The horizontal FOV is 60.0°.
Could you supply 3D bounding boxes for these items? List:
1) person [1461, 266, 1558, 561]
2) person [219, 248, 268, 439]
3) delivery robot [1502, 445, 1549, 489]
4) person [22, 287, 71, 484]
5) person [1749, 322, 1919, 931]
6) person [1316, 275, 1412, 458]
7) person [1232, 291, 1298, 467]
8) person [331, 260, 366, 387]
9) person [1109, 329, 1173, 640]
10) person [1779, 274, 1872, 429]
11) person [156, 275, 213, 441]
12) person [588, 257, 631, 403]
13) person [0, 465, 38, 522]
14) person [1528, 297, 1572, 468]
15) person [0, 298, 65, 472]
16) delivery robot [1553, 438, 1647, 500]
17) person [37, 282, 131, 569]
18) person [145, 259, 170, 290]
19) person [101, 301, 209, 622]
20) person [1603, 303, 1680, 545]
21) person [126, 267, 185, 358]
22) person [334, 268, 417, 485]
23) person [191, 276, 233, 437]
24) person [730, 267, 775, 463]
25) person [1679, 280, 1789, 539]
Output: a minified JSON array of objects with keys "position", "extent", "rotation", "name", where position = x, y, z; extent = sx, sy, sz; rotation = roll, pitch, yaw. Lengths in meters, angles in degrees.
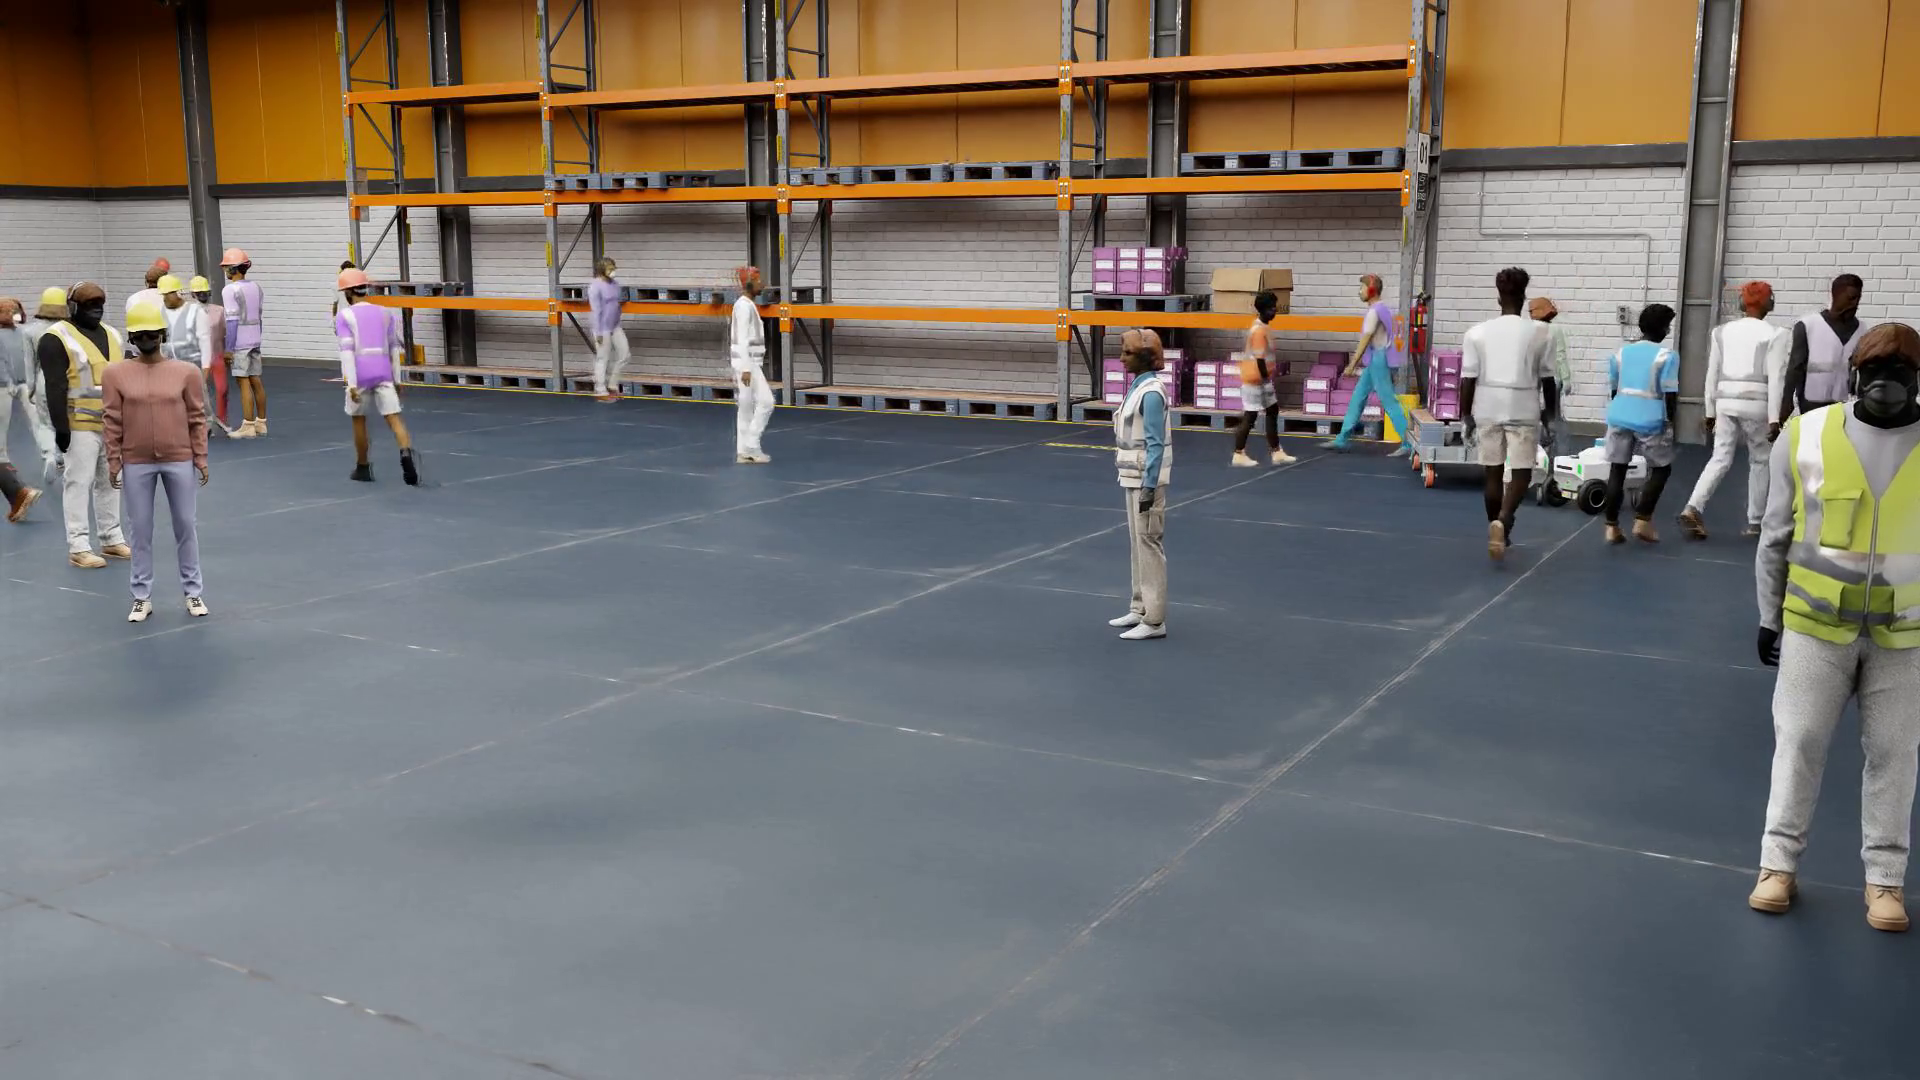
[{"position":[3.590,-0.821,10.940],"extent":[0.617,1.945,0.819],"rotation":[6,12,29],"name":"person"},{"position":[-7.746,-2.110,17.936],"extent":[0.378,2.044,0.607],"rotation":[1,10,7],"name":"person"},{"position":[4.594,-0.637,13.542],"extent":[0.477,0.478,0.707],"rotation":[3,10,15],"name":"delivery robot"},{"position":[-7.716,-1.296,14.226],"extent":[0.495,1.725,0.533],"rotation":[-4,11,-21],"name":"person"},{"position":[2.751,0.265,5.057],"extent":[0.624,1.844,0.421],"rotation":[5,11,28],"name":"person"},{"position":[4.077,-1.699,16.341],"extent":[0.994,1.788,0.579],"rotation":[3,10,15],"name":"person"},{"position":[2.857,-1.476,15.438],"extent":[0.693,1.652,0.555],"rotation":[3,10,17],"name":"person"},{"position":[-8.972,-3.180,24.530],"extent":[0.523,1.860,0.332],"rotation":[-1,10,-6],"name":"person"},{"position":[0.965,-0.293,8.794],"extent":[0.308,1.636,0.524],"rotation":[-1,10,-3],"name":"person"},{"position":[6.254,-0.956,11.898],"extent":[0.610,1.862,1.003],"rotation":[-2,10,-12],"name":"person"},{"position":[-8.067,-1.869,17.357],"extent":[0.605,1.777,0.903],"rotation":[0,10,1],"name":"person"},{"position":[-4.616,-2.753,21.909],"extent":[0.519,1.920,0.660],"rotation":[5,11,25],"name":"person"},{"position":[-7.432,-1.083,12.396],"extent":[0.957,1.957,0.603],"rotation":[-1,10,-5],"name":"person"},{"position":[5.497,-1.459,15.509],"extent":[0.556,1.585,0.527],"rotation":[0,10,1],"name":"person"},{"position":[-8.527,-1.392,15.150],"extent":[0.803,1.597,0.507],"rotation":[3,10,16],"name":"person"},{"position":[5.037,-0.555,13.079],"extent":[0.707,0.478,0.477],"rotation":[-4,11,-20],"name":"delivery robot"},{"position":[-5.618,-0.748,10.801],"extent":[0.429,1.840,0.632],"rotation":[3,10,16],"name":"person"},{"position":[-13.082,-3.680,27.362],"extent":[0.549,1.847,1.050],"rotation":[-4,11,-20],"name":"person"},{"position":[-4.445,-0.432,9.220],"extent":[0.529,1.768,0.312],"rotation":[-5,11,-25],"name":"person"},{"position":[4.699,-0.792,11.475],"extent":[0.465,1.668,0.563],"rotation":[-8,13,-37],"name":"person"},{"position":[-8.777,-2.072,18.291],"extent":[0.635,1.842,0.429],"rotation":[-3,11,-19],"name":"person"},{"position":[-5.069,-1.413,14.431],"extent":[0.899,1.894,0.573],"rotation":[10,14,44],"name":"person"},{"position":[-8.159,-1.978,18.031],"extent":[0.529,1.750,0.417],"rotation":[-6,12,-32],"name":"person"},{"position":[-1.931,-1.651,15.814],"extent":[0.494,1.870,0.604],"rotation":[-1,10,-6],"name":"person"},{"position":[5.494,-0.915,11.766],"extent":[0.926,1.847,0.587],"rotation":[-7,12,-35],"name":"person"}]
